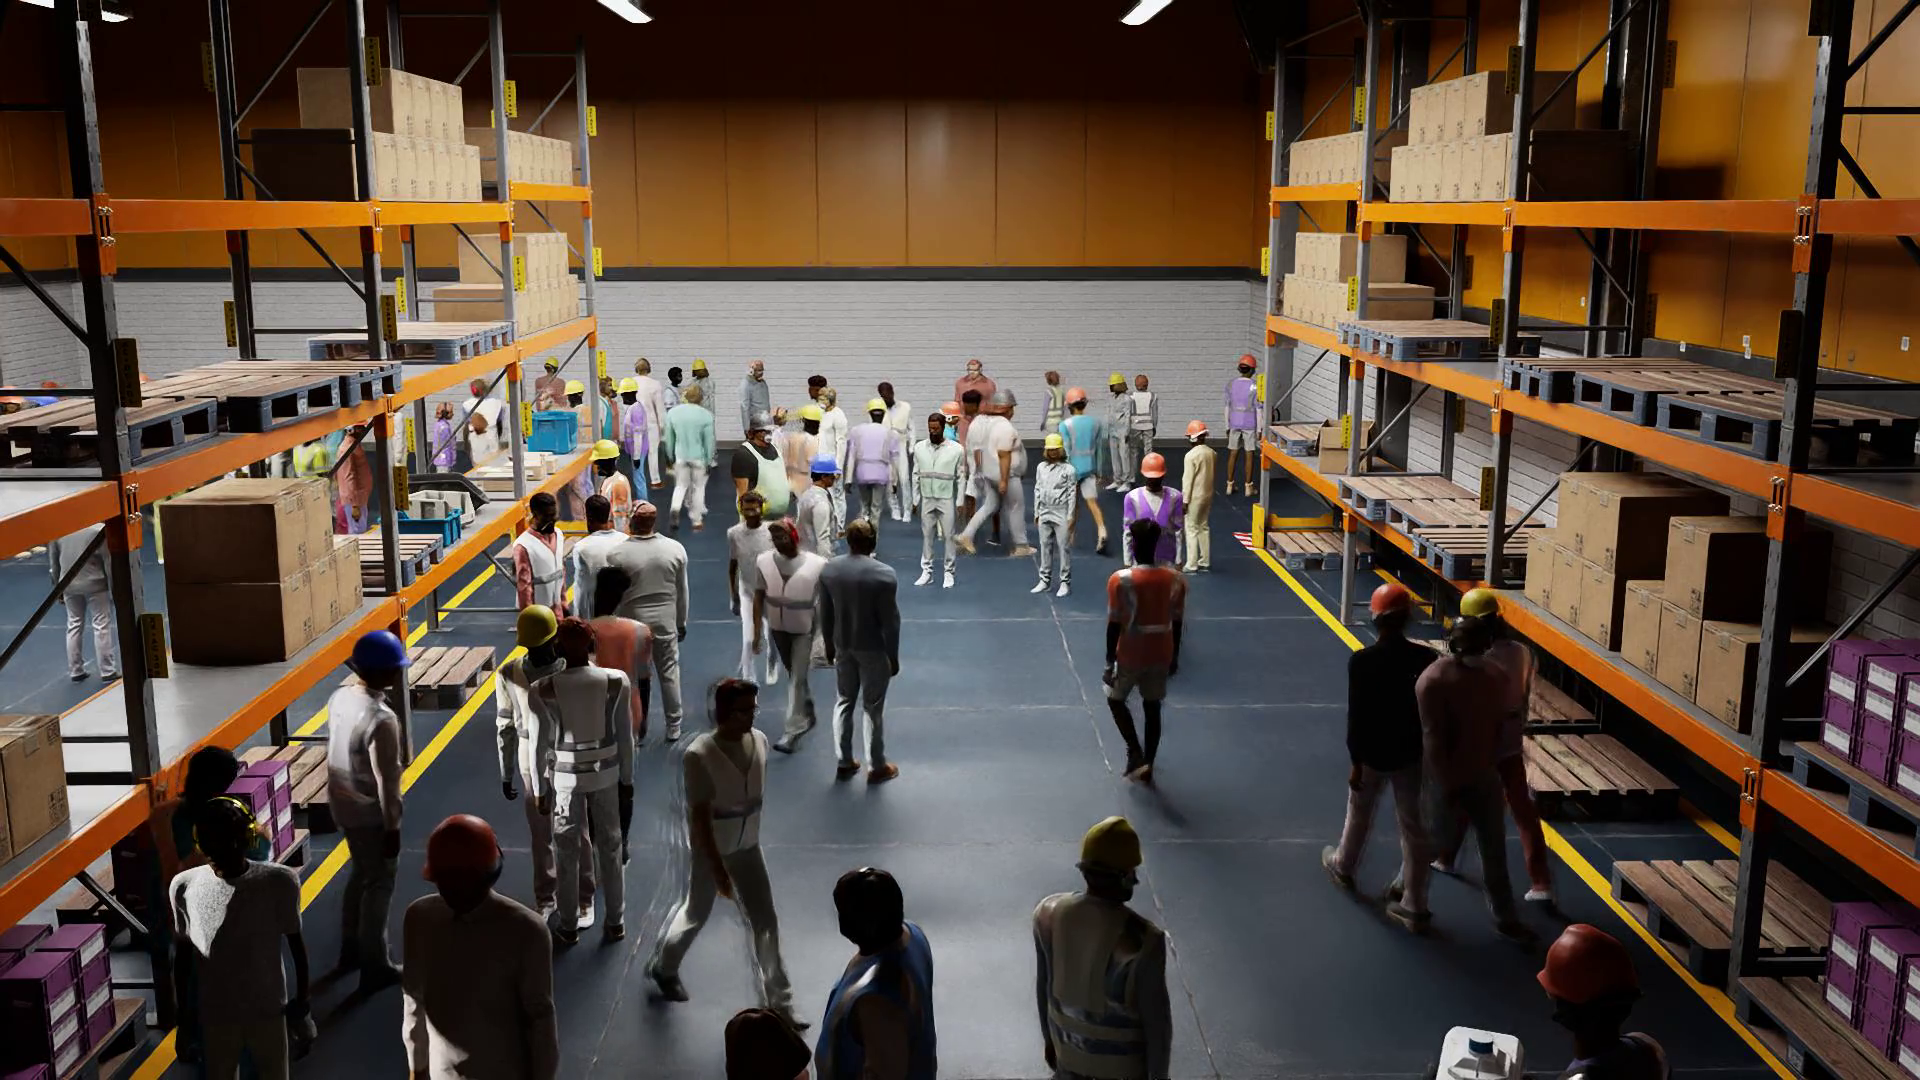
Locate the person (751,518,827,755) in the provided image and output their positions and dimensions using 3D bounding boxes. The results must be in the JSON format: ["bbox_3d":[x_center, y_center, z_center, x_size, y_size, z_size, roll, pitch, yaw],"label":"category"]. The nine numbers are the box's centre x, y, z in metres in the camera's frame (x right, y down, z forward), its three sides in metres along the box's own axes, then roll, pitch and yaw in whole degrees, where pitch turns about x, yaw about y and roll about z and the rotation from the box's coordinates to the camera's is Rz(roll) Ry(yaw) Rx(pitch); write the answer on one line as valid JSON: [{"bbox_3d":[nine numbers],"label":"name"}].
[{"bbox_3d":[-1.289,0.710,12.747,0.564,1.774,1.041,3,12,15],"label":"person"}]

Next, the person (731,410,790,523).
[{"bbox_3d":[-2.026,-0.341,17.343,0.536,2.000,0.672,7,13,31],"label":"person"}]

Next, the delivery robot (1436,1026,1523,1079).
[{"bbox_3d":[2.246,2.378,7.213,0.477,0.478,0.707,4,12,21],"label":"delivery robot"}]

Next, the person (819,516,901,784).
[{"bbox_3d":[-0.708,0.786,11.949,0.635,1.936,0.356,6,13,27],"label":"person"}]

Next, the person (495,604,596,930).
[{"bbox_3d":[-2.343,1.289,9.503,0.589,1.912,0.397,0,11,-2],"label":"person"}]

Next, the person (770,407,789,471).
[{"bbox_3d":[-2.317,-0.867,21.024,0.323,1.631,0.520,0,11,1],"label":"person"}]

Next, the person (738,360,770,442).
[{"bbox_3d":[-3.013,-1.732,24.698,0.400,1.894,0.659,5,12,24],"label":"person"}]

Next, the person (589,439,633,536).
[{"bbox_3d":[-3.345,-0.019,16.050,0.400,1.919,0.582,-5,12,-23],"label":"person"}]

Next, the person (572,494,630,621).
[{"bbox_3d":[-2.769,0.591,13.014,0.396,1.908,0.600,8,14,33],"label":"person"}]

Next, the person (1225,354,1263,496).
[{"bbox_3d":[4.099,-1.651,23.943,0.604,2.034,0.418,8,14,35],"label":"person"}]

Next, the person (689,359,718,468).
[{"bbox_3d":[-4.110,-2.015,26.517,0.483,1.735,0.340,5,12,25],"label":"person"}]

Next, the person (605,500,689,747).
[{"bbox_3d":[-2.401,0.636,12.769,0.643,1.913,0.411,-5,12,-25],"label":"person"}]

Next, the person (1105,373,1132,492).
[{"bbox_3d":[2.305,-1.576,24.319,0.324,1.730,0.490,-7,13,-32],"label":"person"}]

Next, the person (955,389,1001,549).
[{"bbox_3d":[0.190,-0.860,20.228,0.624,1.936,0.701,3,12,15],"label":"person"}]

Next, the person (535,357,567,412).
[{"bbox_3d":[-6.528,-2.047,26.627,0.535,1.753,0.342,2,12,11],"label":"person"}]

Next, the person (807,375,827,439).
[{"bbox_3d":[-1.816,-1.193,21.844,0.382,1.956,0.600,2,11,9],"label":"person"}]

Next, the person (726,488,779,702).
[{"bbox_3d":[-1.681,0.434,13.996,0.518,1.837,0.863,0,11,-1],"label":"person"}]

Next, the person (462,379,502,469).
[{"bbox_3d":[-6.570,-1.313,22.852,0.580,1.781,0.940,-7,13,-30],"label":"person"}]

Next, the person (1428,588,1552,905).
[{"bbox_3d":[3.209,1.226,9.959,0.640,1.859,1.026,-5,12,-25],"label":"person"}]

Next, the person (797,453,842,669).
[{"bbox_3d":[-1.256,0.181,14.989,0.417,1.939,0.610,-3,12,-14],"label":"person"}]

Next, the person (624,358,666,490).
[{"bbox_3d":[-4.623,-1.702,24.426,0.630,1.940,0.372,3,12,13],"label":"person"}]

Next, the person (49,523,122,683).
[{"bbox_3d":[-7.589,0.382,14.467,0.568,1.743,0.350,0,11,0],"label":"person"}]

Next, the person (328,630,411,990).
[{"bbox_3d":[-3.102,1.416,8.811,0.437,1.930,0.623,-10,15,-41],"label":"person"}]

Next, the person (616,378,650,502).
[{"bbox_3d":[-4.281,-1.176,21.841,0.400,1.918,0.588,-3,12,-14],"label":"person"}]

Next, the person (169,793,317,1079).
[{"bbox_3d":[-2.833,1.891,6.585,0.535,1.868,0.309,-2,11,-10],"label":"person"}]

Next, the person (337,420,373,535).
[{"bbox_3d":[-6.468,-0.423,17.868,0.381,1.995,0.611,-2,12,-12],"label":"person"}]

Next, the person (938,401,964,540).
[{"bbox_3d":[-0.133,-0.861,20.713,0.354,1.738,0.574,-1,11,-7],"label":"person"}]

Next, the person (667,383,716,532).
[{"bbox_3d":[-3.425,-1.013,21.043,0.665,1.912,0.644,2,11,11],"label":"person"}]

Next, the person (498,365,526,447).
[{"bbox_3d":[-7.211,-2.145,26.776,0.356,1.887,0.573,5,12,25],"label":"person"}]

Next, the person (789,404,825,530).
[{"bbox_3d":[-1.760,-0.600,18.981,0.495,1.911,0.605,-5,12,-24],"label":"person"}]

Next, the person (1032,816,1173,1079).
[{"bbox_3d":[0.557,1.954,6.404,0.595,1.824,0.403,10,15,40],"label":"person"}]
